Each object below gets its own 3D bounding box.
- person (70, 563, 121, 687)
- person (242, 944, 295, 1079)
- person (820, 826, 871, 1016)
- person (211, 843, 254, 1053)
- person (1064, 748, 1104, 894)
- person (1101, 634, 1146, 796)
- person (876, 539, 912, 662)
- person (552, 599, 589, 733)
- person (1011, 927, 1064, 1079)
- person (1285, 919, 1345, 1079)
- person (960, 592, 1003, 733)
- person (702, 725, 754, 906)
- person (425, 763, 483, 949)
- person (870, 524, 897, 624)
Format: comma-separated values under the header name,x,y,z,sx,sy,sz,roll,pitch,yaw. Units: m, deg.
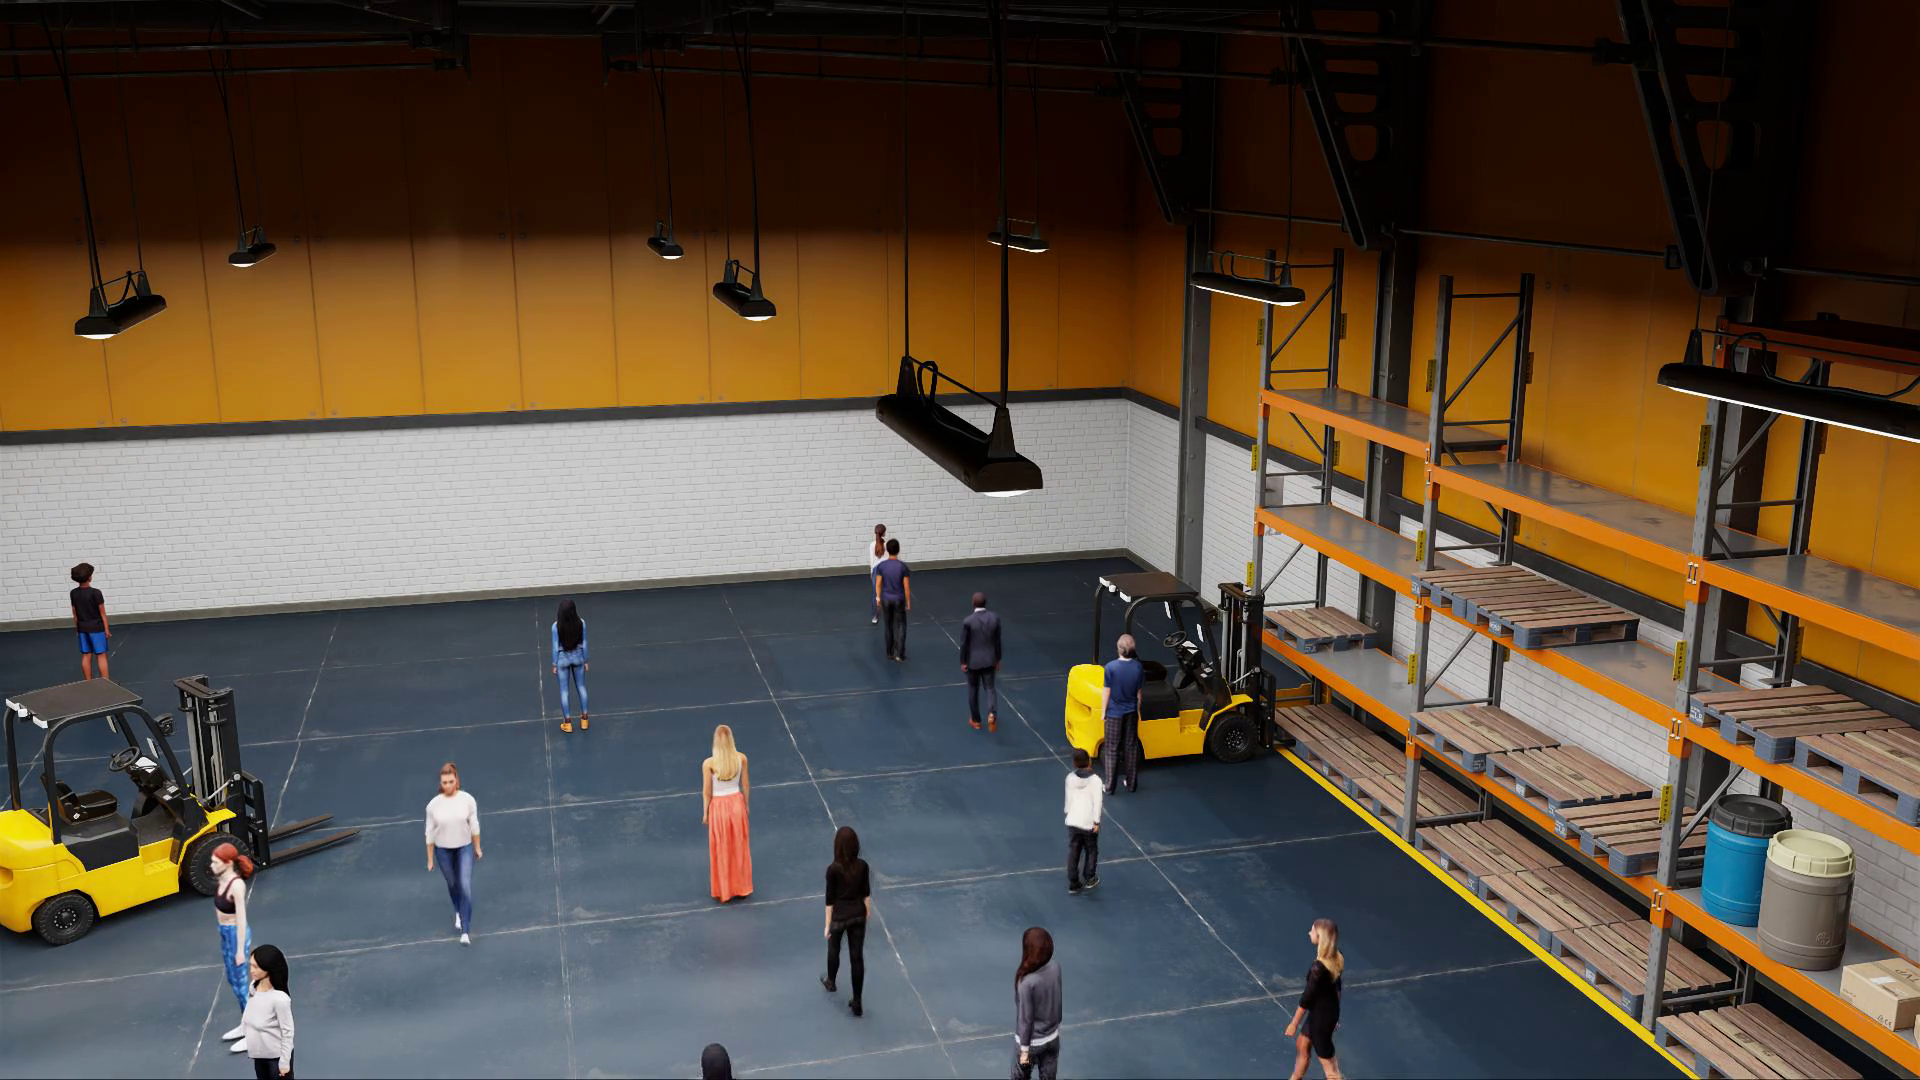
name,x,y,z,sx,sy,sz,roll,pitch,yaw
person,-11.706,1.183,22.400,0.675,1.800,0.675,1,14,2
person,-4.985,3.730,12.092,0.696,1.701,0.765,9,16,32
person,-0.931,3.274,14.162,0.682,1.613,0.944,-5,15,-22
person,-5.929,3.317,13.634,0.720,1.778,0.626,-11,17,-38
person,1.197,2.813,16.471,0.745,1.422,0.801,9,16,34
person,1.855,1.982,18.954,0.647,1.868,0.519,-3,14,-14
person,-0.961,0.873,23.704,0.769,1.788,0.788,1,14,6
person,-4.916,1.568,20.995,0.661,1.712,0.602,-7,15,-28
person,0.641,3.684,12.172,1.114,1.752,0.940,13,19,43
person,2.805,3.663,12.483,0.975,1.647,0.916,7,15,27
person,0.288,1.554,20.846,0.709,1.809,0.914,-3,14,-13
person,-2.271,2.671,16.240,0.652,1.805,0.613,-5,15,-22
person,-4.725,2.905,15.548,0.659,1.677,1.092,-3,14,-12
person,-1.219,0.508,25.698,0.620,1.558,0.648,3,14,12
